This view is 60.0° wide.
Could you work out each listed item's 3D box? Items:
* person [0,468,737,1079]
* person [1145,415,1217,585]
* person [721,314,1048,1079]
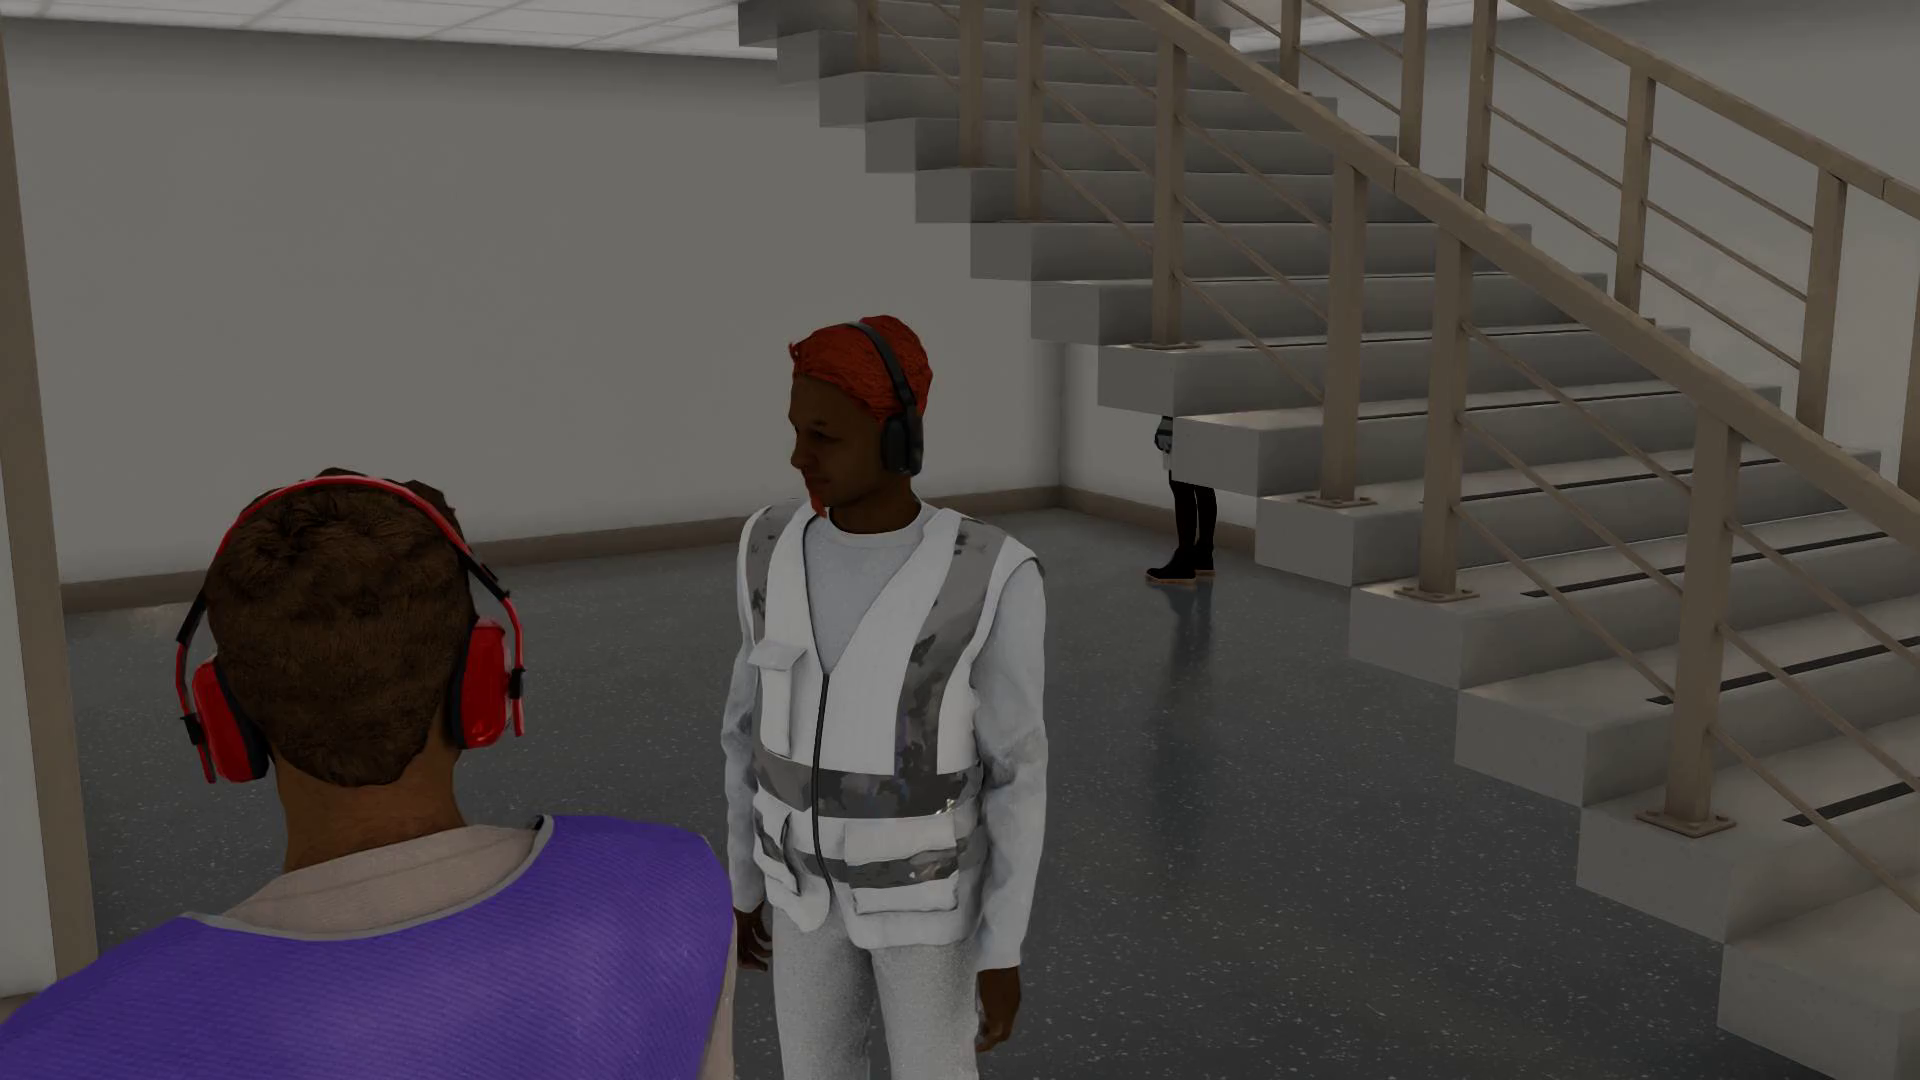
[{"bbox_3d":[-0.410,0.865,1.326,0.564,1.841,0.390,-9,14,-40],"label":"person"},{"bbox_3d":[1.287,-0.731,9.379,0.361,1.965,0.613,7,13,33],"label":"person"},{"bbox_3d":[-0.143,0.586,2.676,0.572,1.886,0.355,6,12,29],"label":"person"}]
